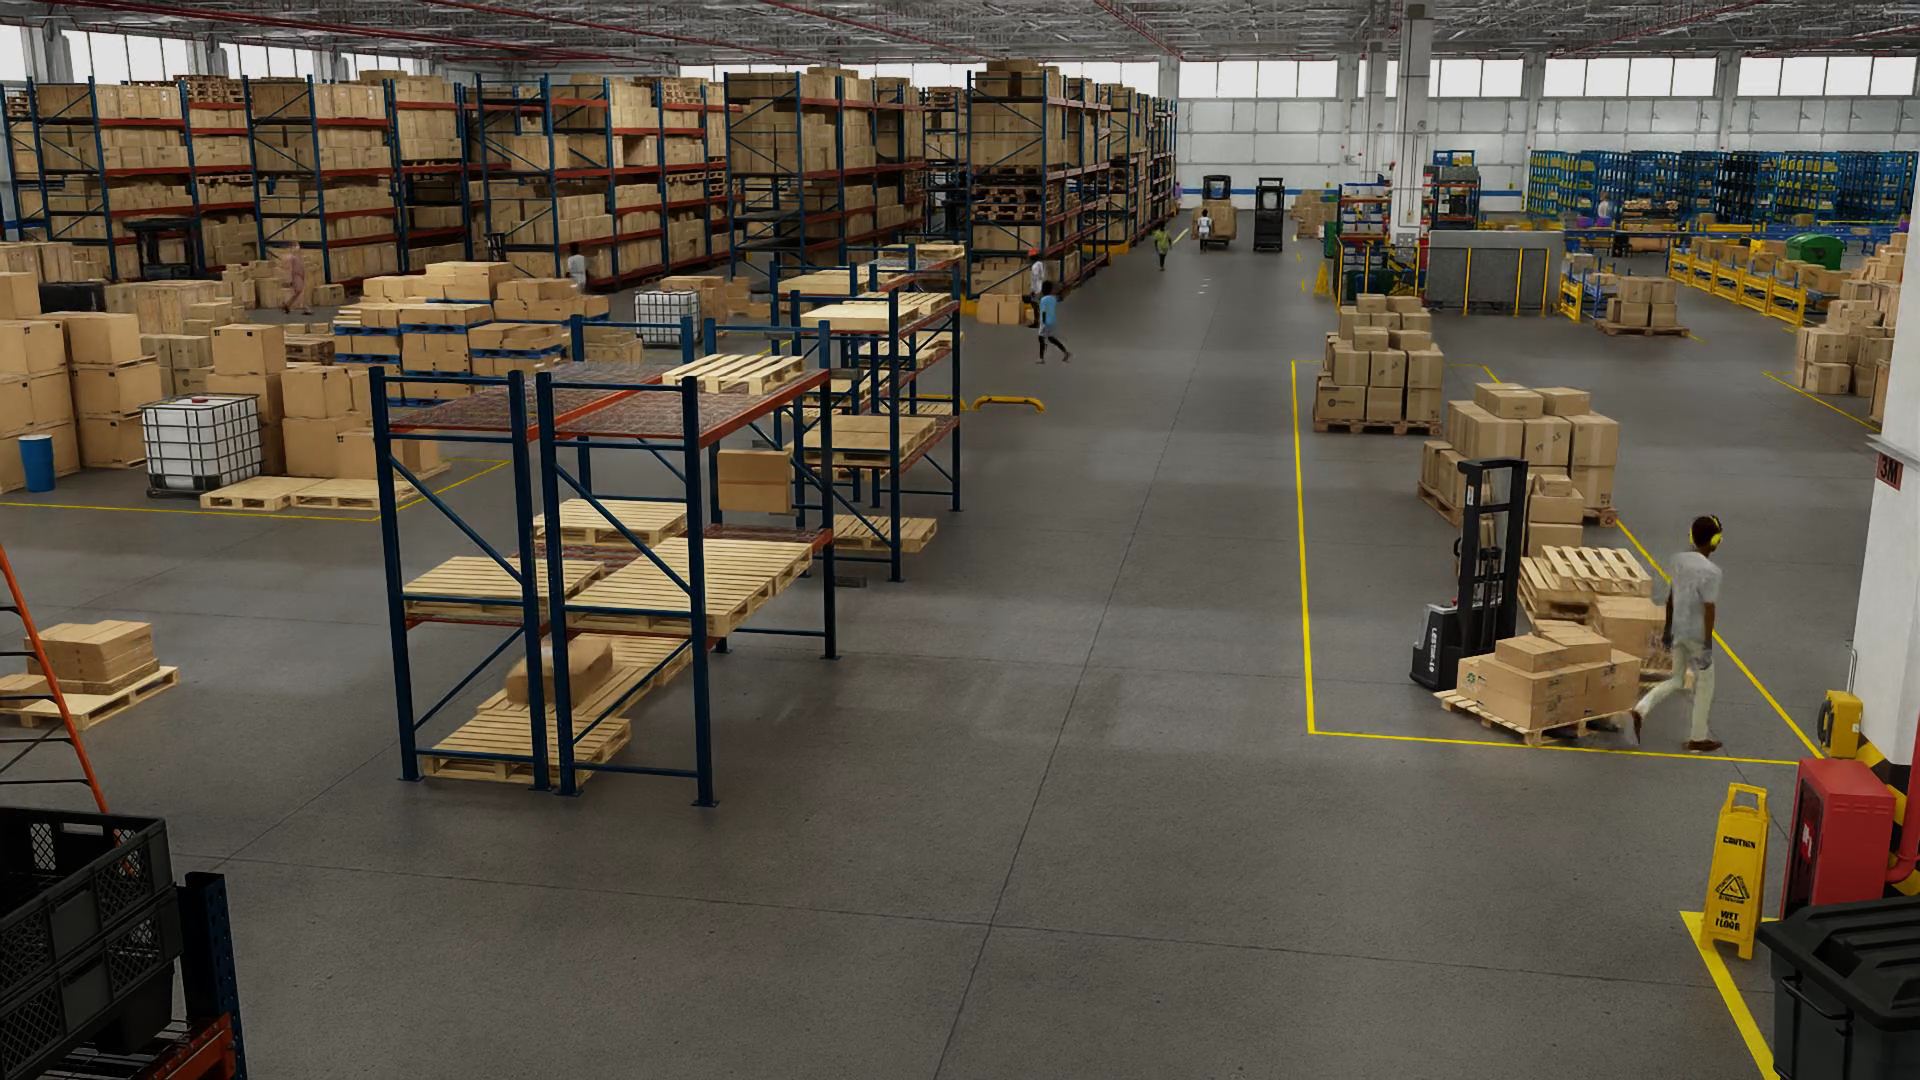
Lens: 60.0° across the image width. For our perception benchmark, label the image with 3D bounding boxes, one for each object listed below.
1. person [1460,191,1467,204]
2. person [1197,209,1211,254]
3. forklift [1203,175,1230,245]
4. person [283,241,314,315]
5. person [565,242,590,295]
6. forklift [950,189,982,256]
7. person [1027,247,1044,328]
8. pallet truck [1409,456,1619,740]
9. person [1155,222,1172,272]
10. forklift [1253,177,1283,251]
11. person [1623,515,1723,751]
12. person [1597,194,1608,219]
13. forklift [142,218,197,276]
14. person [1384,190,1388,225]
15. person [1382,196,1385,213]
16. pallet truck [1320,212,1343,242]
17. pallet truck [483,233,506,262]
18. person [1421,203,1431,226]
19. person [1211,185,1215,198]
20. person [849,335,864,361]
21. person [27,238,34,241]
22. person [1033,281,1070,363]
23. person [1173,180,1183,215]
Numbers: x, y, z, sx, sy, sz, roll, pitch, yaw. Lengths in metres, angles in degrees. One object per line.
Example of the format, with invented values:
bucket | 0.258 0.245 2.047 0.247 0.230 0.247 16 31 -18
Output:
person | 24.164 -15.889 79.951 0.958 1.805 0.591 -1 14 -3
person | 9.308 -11.770 63.450 0.538 1.680 0.365 2 14 10
forklift | 10.546 -13.583 68.350 1.129 2.768 1.873 3 14 10
person | -16.913 -6.663 42.313 0.787 1.884 0.650 1 14 3
person | -9.533 -6.387 41.110 0.984 1.911 0.633 9 17 33
forklift | 0.162 -9.520 51.856 1.129 2.768 1.873 3 14 10
person | 1.782 -5.976 39.441 0.413 1.922 0.574 3 14 13
pallet truck | 4.504 0.400 13.395 0.823 1.965 1.885 -6 15 -23
person | 6.742 -9.761 55.389 0.534 1.639 0.914 -2 14 -10
forklift | 12.083 -12.747 64.956 1.129 2.768 1.873 3 14 10
person | 5.408 0.718 12.436 0.760 1.837 0.531 -4 15 -18
person | 28.479 -14.376 73.639 0.862 1.881 0.647 2 14 8
forklift | -16.463 -5.338 34.877 1.129 2.768 1.873 -1 14 -6
person | 20.906 -16.288 81.650 0.335 1.749 0.575 7 16 27
person | 18.578 -14.349 73.727 0.942 1.790 0.590 3 14 13
pallet truck | 15.874 -13.227 70.310 0.680 1.201 1.601 10 17 35
pallet truck | -11.832 -7.026 43.548 1.885 1.965 0.823 8 16 28
person | 18.317 -12.426 65.641 0.818 1.914 0.600 0 14 -1
person | 13.521 -18.243 89.652 0.662 1.719 0.492 12 18 40
person | -2.216 -4.603 33.936 0.587 1.884 0.871 13 19 43
person | -27.008 -7.993 48.318 0.878 1.586 0.574 11 18 38
person | 1.841 -4.373 33.445 0.665 1.680 0.540 8 16 29
person | 12.156 -19.135 92.864 0.562 1.918 0.408 5 15 18
